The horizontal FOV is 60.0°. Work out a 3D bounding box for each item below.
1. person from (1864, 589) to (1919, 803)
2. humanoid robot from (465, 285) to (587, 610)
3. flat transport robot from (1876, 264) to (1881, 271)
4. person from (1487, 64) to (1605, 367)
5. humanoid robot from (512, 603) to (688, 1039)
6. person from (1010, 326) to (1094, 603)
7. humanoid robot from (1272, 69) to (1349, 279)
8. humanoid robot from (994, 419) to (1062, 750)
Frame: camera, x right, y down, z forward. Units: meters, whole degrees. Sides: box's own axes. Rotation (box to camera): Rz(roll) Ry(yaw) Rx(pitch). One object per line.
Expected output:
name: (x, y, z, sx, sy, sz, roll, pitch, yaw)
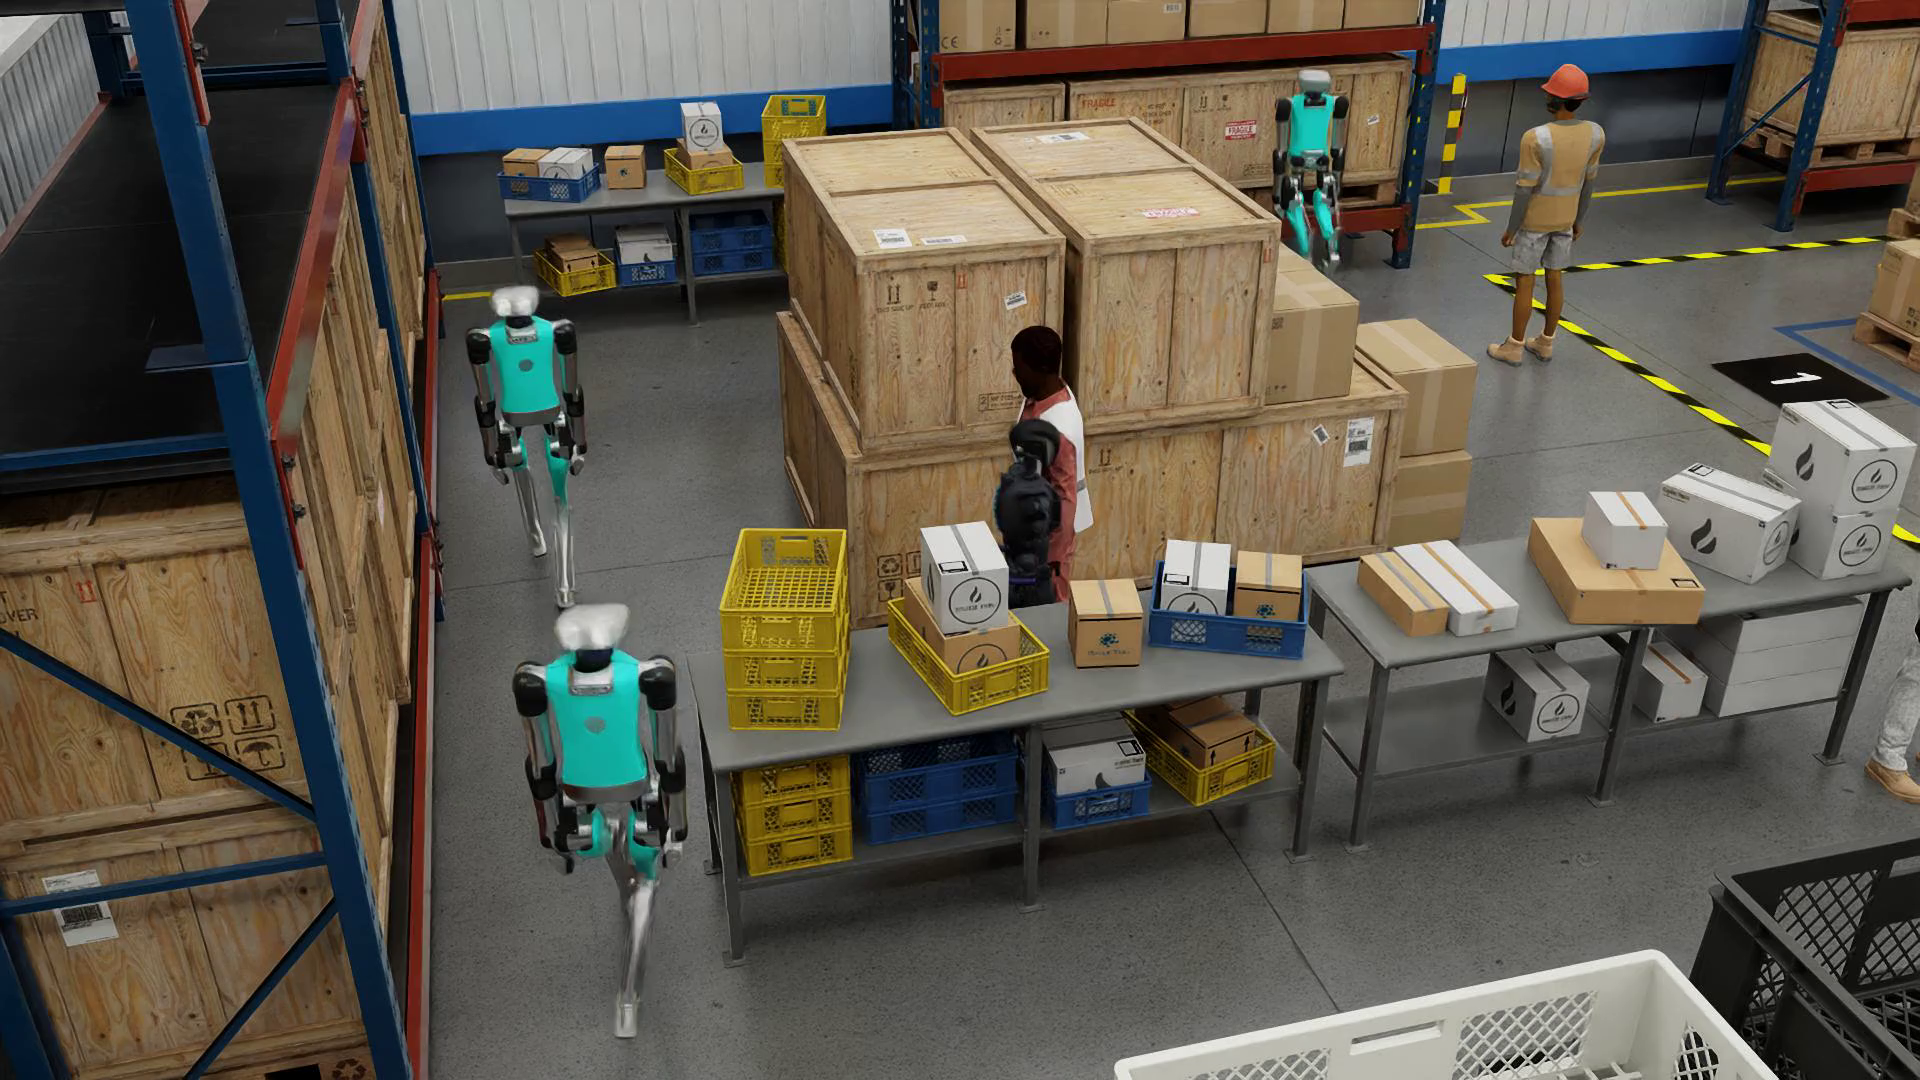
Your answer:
person: (4.283, 0.272, 7.005, 0.622, 1.837, 0.429, -10, 30, -17)
humanoid robot: (-2.233, -0.571, 8.679, 0.530, 1.770, 1.006, -9, 30, -15)
flat transport robot: (7.999, -2.139, 12.969, 1.431, 0.197, 0.652, -7, 30, -13)
person: (3.943, -2.166, 11.207, 0.610, 2.048, 0.362, -9, 30, -16)
humanoid robot: (-1.232, 0.870, 6.055, 0.532, 1.796, 0.901, -3, 29, -5)
person: (0.396, -0.077, 7.555, 0.397, 1.912, 0.587, -3, 29, -6)
humanoid robot: (2.547, -2.466, 11.959, 0.537, 1.699, 0.737, -3, 29, -6)
humanoid robot: (0.270, 0.244, 7.215, 0.317, 1.652, 0.601, -7, 30, -13)
